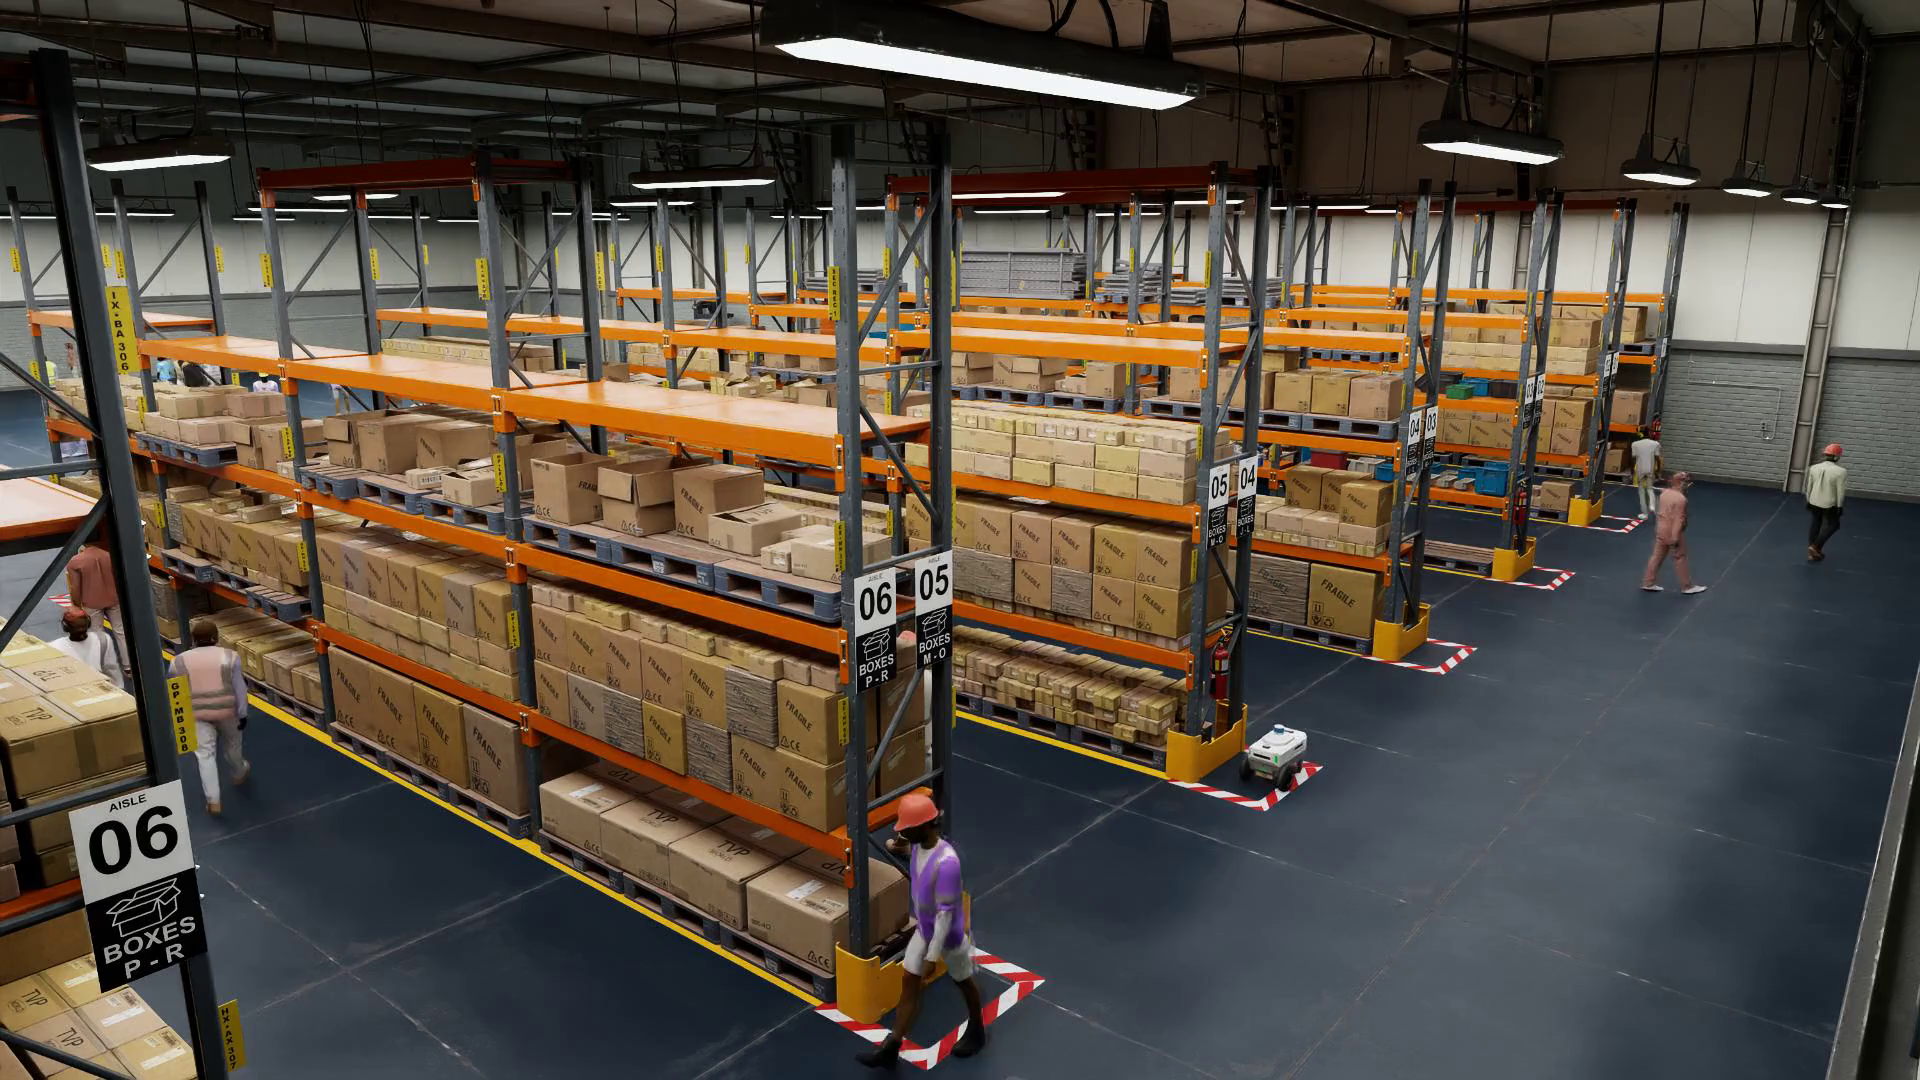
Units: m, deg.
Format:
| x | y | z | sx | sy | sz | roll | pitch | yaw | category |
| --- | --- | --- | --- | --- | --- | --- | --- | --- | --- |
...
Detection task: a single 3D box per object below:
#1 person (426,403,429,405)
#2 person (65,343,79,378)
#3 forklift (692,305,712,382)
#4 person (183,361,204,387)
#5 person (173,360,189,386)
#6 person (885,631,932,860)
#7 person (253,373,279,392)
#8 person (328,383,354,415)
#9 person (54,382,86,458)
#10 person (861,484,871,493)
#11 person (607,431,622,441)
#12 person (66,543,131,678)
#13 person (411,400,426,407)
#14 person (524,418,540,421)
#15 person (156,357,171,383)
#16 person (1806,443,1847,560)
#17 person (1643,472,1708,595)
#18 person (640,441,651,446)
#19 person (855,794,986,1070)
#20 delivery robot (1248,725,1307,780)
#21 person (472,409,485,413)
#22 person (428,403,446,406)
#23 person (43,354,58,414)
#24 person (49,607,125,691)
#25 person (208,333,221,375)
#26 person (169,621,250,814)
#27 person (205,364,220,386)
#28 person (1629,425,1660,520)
| x | y | z | sx | sy | sz | roll | pitch | yaw | category |
| --- | --- | --- | --- | --- | --- | --- | --- | --- | --- |
| -16.895 | -4.991 | 39.481 | 0.525 | 1.769 | 0.312 | -4 | 14 | -15 | person |
| -31.355 | -6.144 | 44.488 | 0.307 | 1.639 | 0.525 | -8 | 16 | -31 | person |
| -9.511 | -7.392 | 47.124 | 1.873 | 2.768 | 1.129 | 11 | 17 | 38 | forklift |
| -22.548 | -4.522 | 37.160 | 0.425 | 1.957 | 0.628 | 5 | 14 | 19 | person |
| -24.432 | -5.037 | 39.662 | 0.607 | 1.780 | 0.961 | -2 | 14 | -8 | person |
| -0.440 | 1.779 | 11.043 | 0.615 | 2.047 | 0.357 | -10 | 17 | -35 | person |
| -18.365 | -3.585 | 33.405 | 0.601 | 1.913 | 0.418 | -3 | 14 | -13 | person |
| -18.336 | -4.573 | 37.261 | 0.653 | 1.999 | 0.985 | -3 | 14 | -13 | person |
| -21.969 | -2.953 | 30.836 | 0.789 | 1.884 | 0.640 | -10 | 17 | -35 | person |
| -2.031 | -1.933 | 26.589 | 0.634 | 1.922 | 0.439 | -11 | 17 | -38 | person |
| -6.894 | -1.477 | 24.783 | 0.425 | 1.885 | 0.640 | 12 | 18 | 40 | person |
| -10.476 | 0.755 | 15.369 | 0.377 | 1.995 | 0.611 | 12 | 18 | 40 | person |
| -12.636 | -2.582 | 29.407 | 0.345 | 1.847 | 0.507 | 2 | 14 | 8 | person |
| -10.366 | -2.755 | 30.545 | 0.522 | 1.638 | 0.310 | 3 | 14 | 13 | person |
| -25.636 | -5.207 | 40.600 | 0.852 | 1.655 | 0.536 | -1 | 14 | -4 | person |
| 14.487 | -0.632 | 21.086 | 0.441 | 1.983 | 0.639 | -5 | 15 | -21 | person |
| 10.946 | -0.096 | 19.126 | 0.873 | 1.871 | 0.675 | 1 | 14 | 5 | person |
| -5.355 | -0.756 | 21.742 | 0.370 | 1.916 | 0.597 | 9 | 16 | 33 | person |
| -0.235 | 2.560 | 8.188 | 1.005 | 1.863 | 0.580 | -9 | 16 | -33 | person |
| 3.210 | 2.105 | 12.706 | 0.477 | 0.478 | 0.707 | 11 | 18 | 39 | delivery robot |
| -11.985 | -3.014 | 31.134 | 0.557 | 1.882 | 1.033 | -13 | 19 | -43 | person |
| -14.480 | -3.955 | 34.867 | 0.552 | 1.932 | 0.377 | -10 | 17 | -35 | person |
| -27.754 | -4.738 | 38.292 | 0.429 | 1.840 | 0.624 | 5 | 15 | 20 | person |
| -8.558 | 1.550 | 12.355 | 0.397 | 1.866 | 0.615 | 10 | 17 | 35 | person |
| -26.187 | -6.283 | 44.312 | 1.037 | 2.000 | 0.686 | 12 | 18 | 40 | person |
| -7.184 | 1.652 | 12.105 | 0.649 | 1.777 | 0.971 | -6 | 15 | -22 | person |
| -23.761 | -5.147 | 40.058 | 0.404 | 1.802 | 0.641 | 0 | 14 | -2 | person |
| 13.114 | -1.287 | 24.112 | 0.568 | 1.828 | 0.499 | 3 | 14 | 12 | person |
